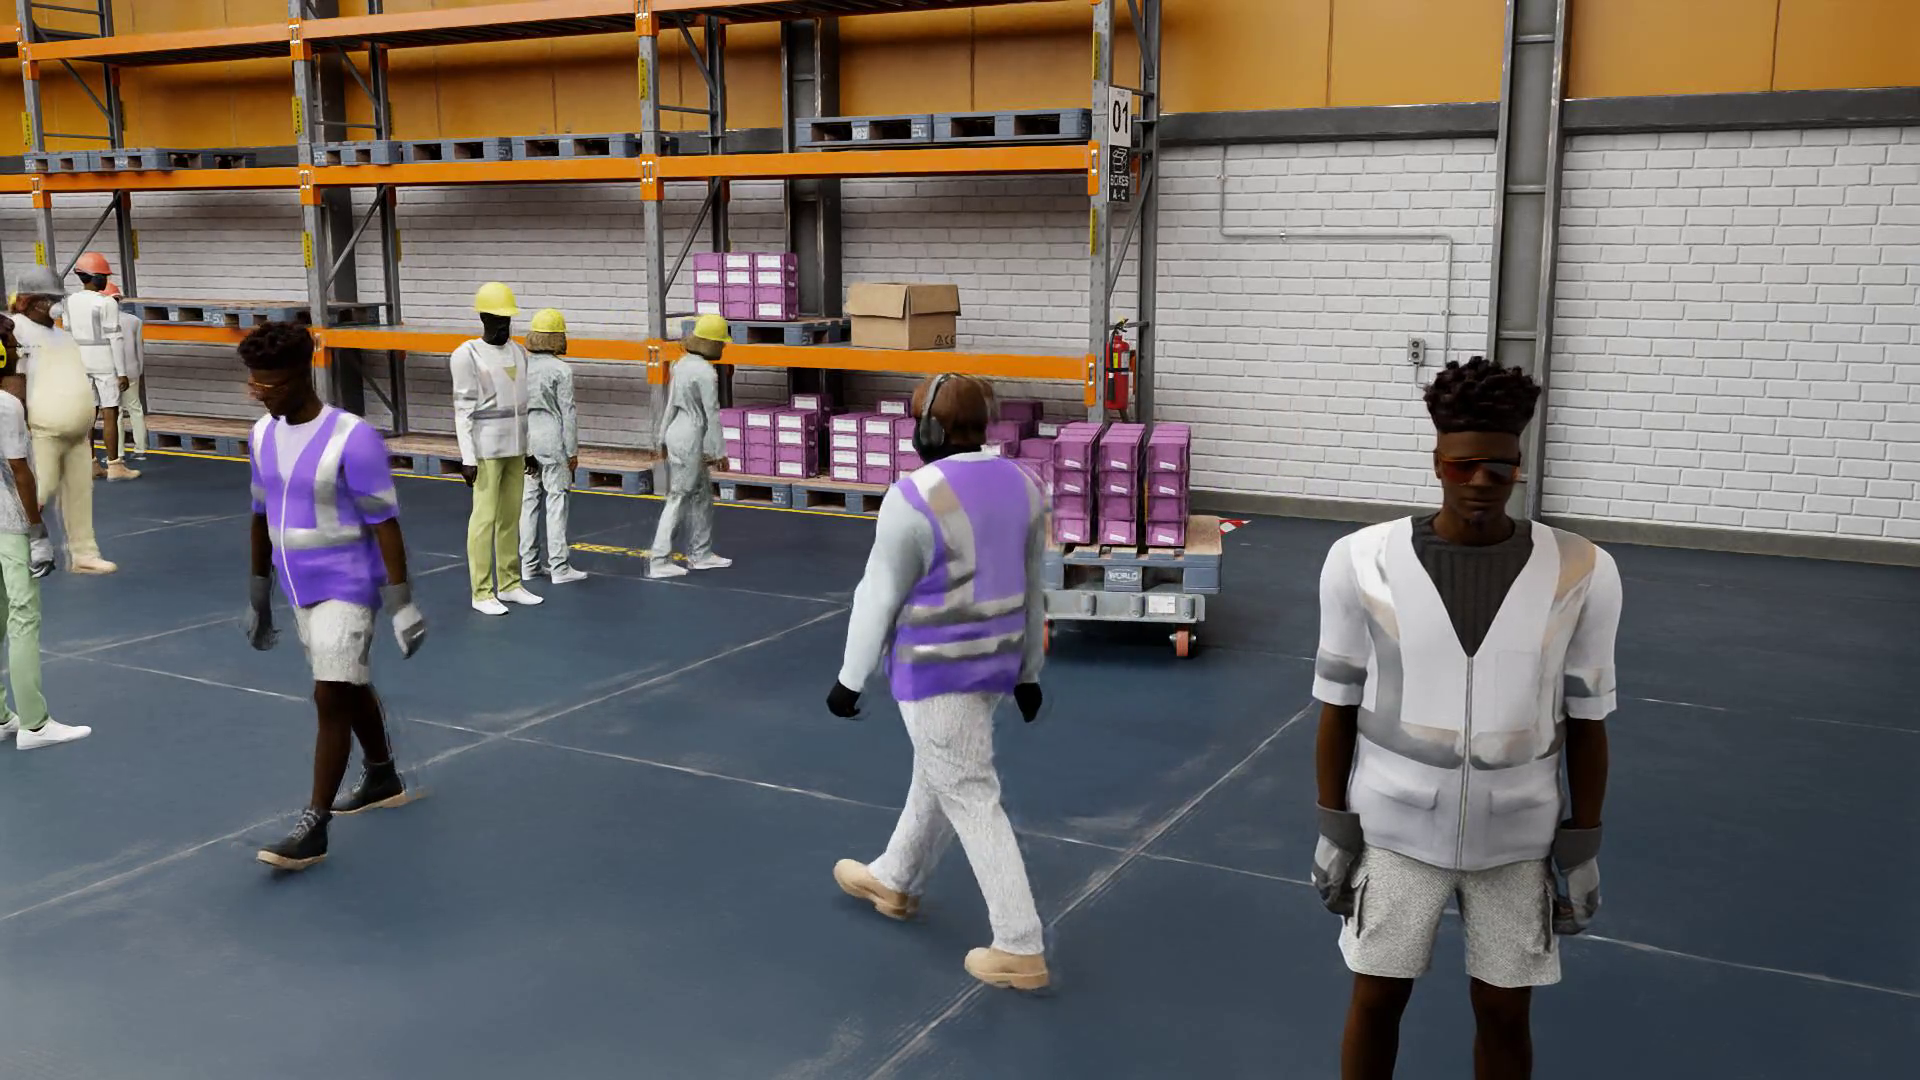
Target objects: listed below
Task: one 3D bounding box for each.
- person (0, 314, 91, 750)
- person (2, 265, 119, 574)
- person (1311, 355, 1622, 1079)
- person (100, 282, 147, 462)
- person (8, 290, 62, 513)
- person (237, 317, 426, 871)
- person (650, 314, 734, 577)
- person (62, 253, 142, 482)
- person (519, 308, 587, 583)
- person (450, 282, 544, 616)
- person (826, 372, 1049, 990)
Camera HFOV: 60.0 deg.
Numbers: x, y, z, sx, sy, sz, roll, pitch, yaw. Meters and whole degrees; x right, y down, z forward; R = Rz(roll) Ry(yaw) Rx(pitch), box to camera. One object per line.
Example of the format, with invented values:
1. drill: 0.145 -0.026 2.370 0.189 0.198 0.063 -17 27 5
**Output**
1. person: -4.081 -0.032 7.130 0.513 1.867 0.328 5 12 26
2. person: -5.914 -0.763 10.656 0.753 2.000 0.689 2 10 9
3. person: 1.031 0.594 3.459 0.603 1.957 0.385 2 11 12
4. person: -8.216 -1.629 16.197 0.334 1.749 0.563 6 12 28
5. person: -7.360 -1.092 13.211 0.314 1.769 0.523 7 13 34
6. person: -2.274 0.170 5.936 0.702 1.946 0.702 6 12 30
7. person: -1.707 -0.600 10.699 0.688 1.684 0.508 -6 12 -28
8. person: -7.711 -1.544 14.931 0.614 2.041 0.389 4 11 19
9. person: -2.604 -0.595 10.565 0.483 1.738 0.317 5 12 27
10. person: -2.684 -0.534 9.714 0.371 1.923 0.594 5 11 25
11. person: -0.060 0.394 5.005 0.963 1.790 0.625 8 13 36
